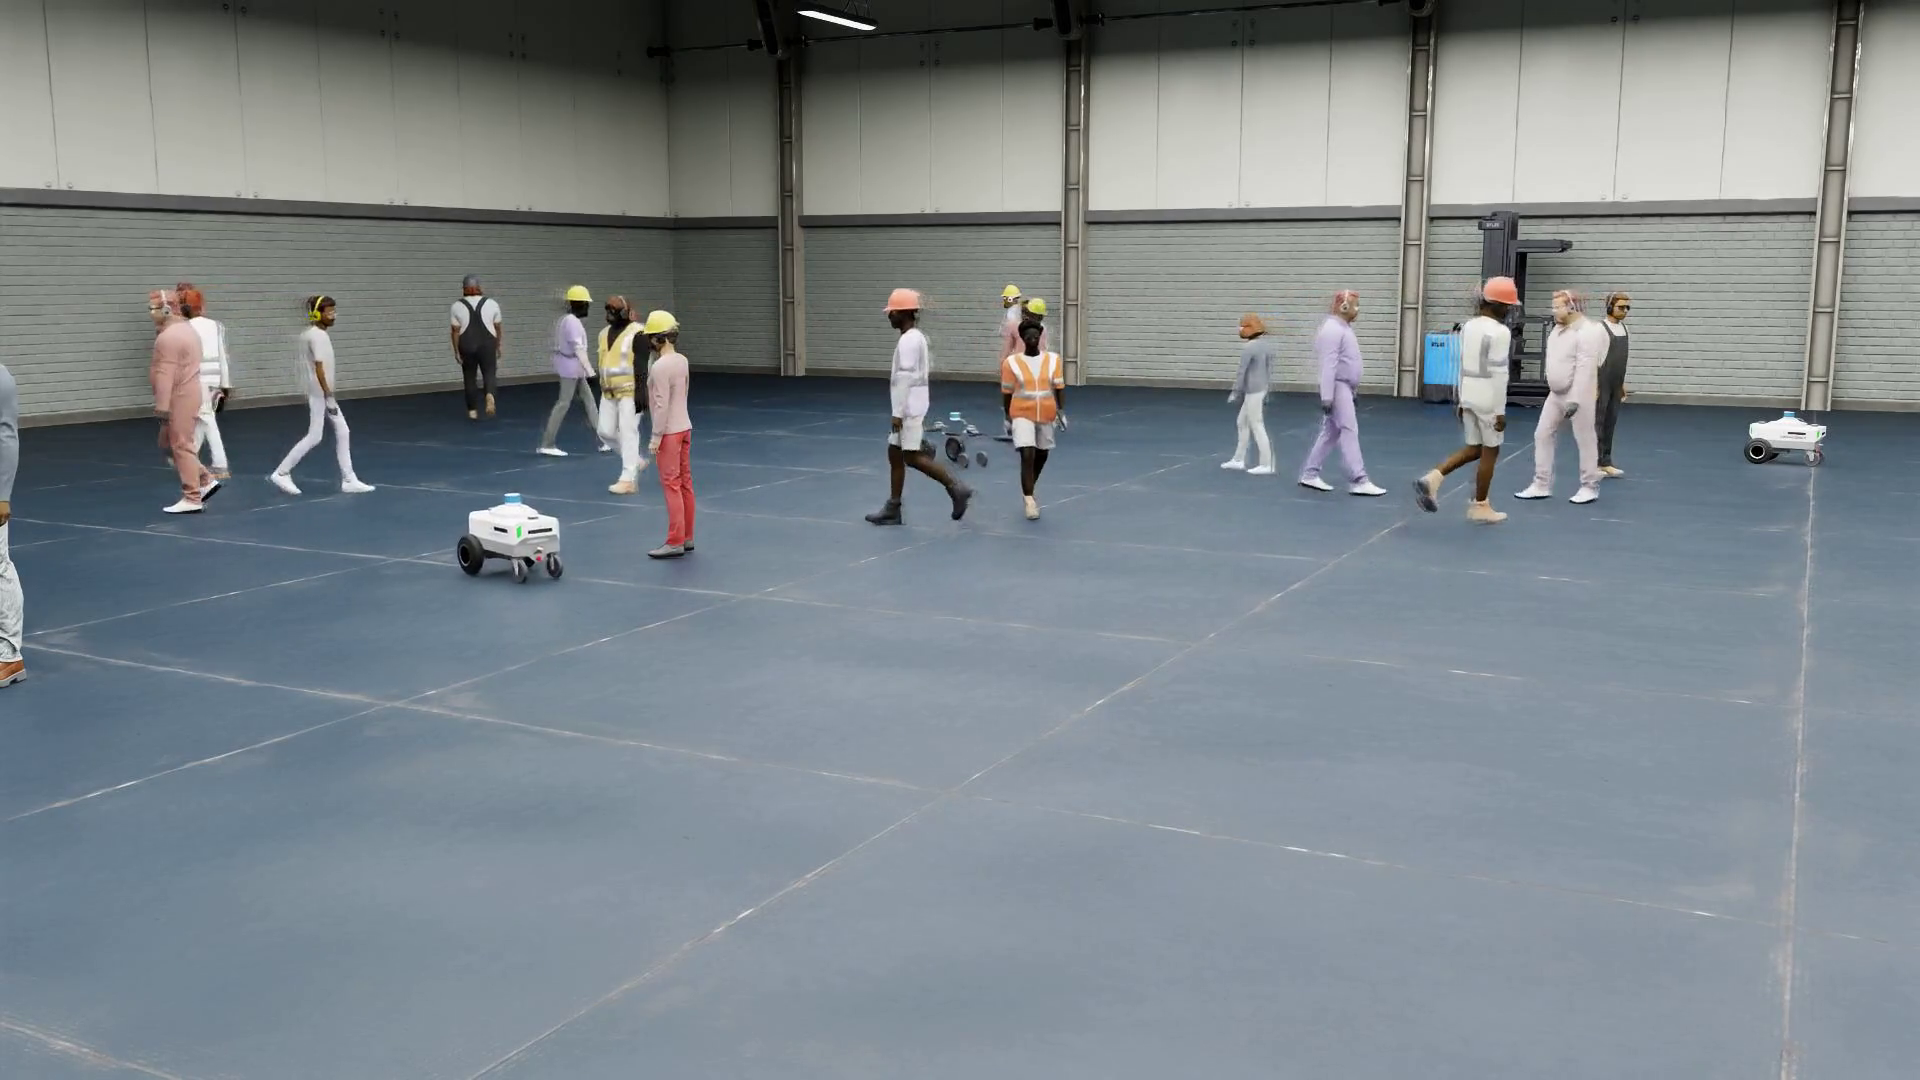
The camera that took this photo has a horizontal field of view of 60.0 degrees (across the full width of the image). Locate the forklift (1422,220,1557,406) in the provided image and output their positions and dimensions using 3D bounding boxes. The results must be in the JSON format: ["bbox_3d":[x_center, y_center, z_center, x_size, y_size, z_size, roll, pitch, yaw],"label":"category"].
[{"bbox_3d":[8.245,-3.527,25.720,1.873,2.768,1.129,5,10,27],"label":"forklift"}]

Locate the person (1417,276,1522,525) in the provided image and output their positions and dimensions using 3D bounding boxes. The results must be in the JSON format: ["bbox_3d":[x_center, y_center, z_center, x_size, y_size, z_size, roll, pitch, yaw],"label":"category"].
[{"bbox_3d":[4.130,-1.110,13.384,0.700,2.006,0.618,-3,10,-16],"label":"person"}]

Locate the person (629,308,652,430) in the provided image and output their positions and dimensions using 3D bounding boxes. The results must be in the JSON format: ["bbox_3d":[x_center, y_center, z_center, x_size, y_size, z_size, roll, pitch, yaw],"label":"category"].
[{"bbox_3d":[-4.073,-2.076,20.581,0.498,1.600,0.807,-1,9,-4],"label":"person"}]

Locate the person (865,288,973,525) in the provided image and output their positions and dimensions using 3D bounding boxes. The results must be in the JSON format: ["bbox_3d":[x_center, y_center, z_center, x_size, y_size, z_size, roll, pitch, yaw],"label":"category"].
[{"bbox_3d":[-0.336,-1.067,13.413,0.810,1.917,0.560,0,9,0],"label":"person"}]

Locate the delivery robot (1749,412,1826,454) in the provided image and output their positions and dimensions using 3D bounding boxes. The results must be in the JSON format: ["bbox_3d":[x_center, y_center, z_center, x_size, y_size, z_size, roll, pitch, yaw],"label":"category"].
[{"bbox_3d":[8.861,-1.131,17.804,0.707,0.478,0.477,7,12,37],"label":"delivery robot"}]

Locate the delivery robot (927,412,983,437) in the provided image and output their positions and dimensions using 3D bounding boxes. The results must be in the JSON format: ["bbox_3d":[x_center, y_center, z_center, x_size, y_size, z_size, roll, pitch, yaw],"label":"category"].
[{"bbox_3d":[-0.056,-1.243,17.696,0.335,0.223,0.698,-8,12,-41],"label":"delivery robot"}]

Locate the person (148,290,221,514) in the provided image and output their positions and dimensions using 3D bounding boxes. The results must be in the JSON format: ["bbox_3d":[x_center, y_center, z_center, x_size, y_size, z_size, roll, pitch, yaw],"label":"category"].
[{"bbox_3d":[-6.629,-1.162,14.061,0.415,1.887,0.647,-3,10,-17],"label":"person"}]

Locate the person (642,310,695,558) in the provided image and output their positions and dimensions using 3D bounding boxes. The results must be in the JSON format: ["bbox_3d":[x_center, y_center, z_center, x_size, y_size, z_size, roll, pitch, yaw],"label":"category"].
[{"bbox_3d":[-2.107,-0.763,11.972,0.322,1.767,0.524,2,9,12],"label":"person"}]

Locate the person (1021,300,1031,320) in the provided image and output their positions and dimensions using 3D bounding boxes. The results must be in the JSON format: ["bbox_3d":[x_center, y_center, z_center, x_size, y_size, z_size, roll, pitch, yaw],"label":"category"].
[{"bbox_3d":[0.927,-2.156,20.783,0.380,1.685,0.552,2,9,11],"label":"person"}]

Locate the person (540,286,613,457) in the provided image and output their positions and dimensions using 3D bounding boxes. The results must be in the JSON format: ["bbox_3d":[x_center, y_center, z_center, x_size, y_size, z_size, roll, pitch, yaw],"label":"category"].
[{"bbox_3d":[-4.225,-1.863,18.405,0.970,1.877,0.603,-1,9,-9],"label":"person"}]

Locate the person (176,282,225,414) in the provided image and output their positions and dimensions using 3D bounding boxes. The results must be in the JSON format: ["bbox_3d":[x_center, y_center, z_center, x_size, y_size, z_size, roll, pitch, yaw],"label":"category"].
[{"bbox_3d":[-10.696,-2.636,23.137,0.669,1.891,0.670,1,9,8],"label":"person"}]

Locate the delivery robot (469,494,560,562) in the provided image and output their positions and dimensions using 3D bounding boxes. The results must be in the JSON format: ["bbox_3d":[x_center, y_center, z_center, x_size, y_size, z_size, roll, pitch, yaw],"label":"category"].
[{"bbox_3d":[-3.022,-0.071,11.268,0.477,0.478,0.707,-9,13,-44],"label":"delivery robot"}]

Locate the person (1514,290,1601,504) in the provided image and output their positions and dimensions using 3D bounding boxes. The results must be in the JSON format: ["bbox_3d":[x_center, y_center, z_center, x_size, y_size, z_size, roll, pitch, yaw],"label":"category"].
[{"bbox_3d":[5.312,-1.253,14.654,0.796,1.865,0.673,-3,10,-18],"label":"person"}]

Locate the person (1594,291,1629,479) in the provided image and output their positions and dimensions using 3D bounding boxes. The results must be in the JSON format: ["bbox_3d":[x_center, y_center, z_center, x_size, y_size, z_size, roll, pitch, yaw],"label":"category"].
[{"bbox_3d":[6.428,-1.534,16.486,0.517,1.842,0.327,-6,11,-34],"label":"person"}]

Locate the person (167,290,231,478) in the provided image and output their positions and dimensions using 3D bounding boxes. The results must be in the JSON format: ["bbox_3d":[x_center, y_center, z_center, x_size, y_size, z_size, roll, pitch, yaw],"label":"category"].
[{"bbox_3d":[-7.674,-1.551,16.568,0.861,1.847,0.610,2,9,13],"label":"person"}]

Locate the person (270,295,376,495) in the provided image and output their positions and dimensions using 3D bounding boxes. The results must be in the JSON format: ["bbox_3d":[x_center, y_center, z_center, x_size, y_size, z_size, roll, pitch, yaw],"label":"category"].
[{"bbox_3d":[-5.947,-1.336,15.337,0.860,1.835,0.521,-1,9,-8],"label":"person"}]

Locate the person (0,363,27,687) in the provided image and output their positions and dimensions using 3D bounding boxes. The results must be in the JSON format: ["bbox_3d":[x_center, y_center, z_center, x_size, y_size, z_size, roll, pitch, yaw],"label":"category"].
[{"bbox_3d":[-4.922,-0.241,8.216,0.630,1.940,0.372,3,10,18],"label":"person"}]

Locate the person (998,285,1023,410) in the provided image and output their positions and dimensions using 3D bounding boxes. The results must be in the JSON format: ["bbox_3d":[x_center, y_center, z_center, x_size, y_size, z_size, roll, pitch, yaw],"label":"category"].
[{"bbox_3d":[0.762,-2.855,24.666,0.403,1.833,0.590,2,9,12],"label":"person"}]

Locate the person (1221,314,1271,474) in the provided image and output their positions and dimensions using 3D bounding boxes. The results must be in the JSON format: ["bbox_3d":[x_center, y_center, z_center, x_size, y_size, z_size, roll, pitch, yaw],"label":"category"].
[{"bbox_3d":[2.870,-1.474,16.825,0.707,1.606,0.503,5,11,29],"label":"person"}]

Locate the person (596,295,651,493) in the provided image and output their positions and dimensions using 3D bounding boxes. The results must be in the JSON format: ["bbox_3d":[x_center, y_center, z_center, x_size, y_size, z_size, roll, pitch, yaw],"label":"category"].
[{"bbox_3d":[-3.126,-1.358,15.465,0.627,1.829,0.468,7,11,35],"label":"person"}]

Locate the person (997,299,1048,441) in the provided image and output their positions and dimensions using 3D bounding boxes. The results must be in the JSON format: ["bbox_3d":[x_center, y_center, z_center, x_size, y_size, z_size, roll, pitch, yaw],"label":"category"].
[{"bbox_3d":[0.744,-2.038,20.015,0.695,1.715,0.270,6,11,32],"label":"person"}]

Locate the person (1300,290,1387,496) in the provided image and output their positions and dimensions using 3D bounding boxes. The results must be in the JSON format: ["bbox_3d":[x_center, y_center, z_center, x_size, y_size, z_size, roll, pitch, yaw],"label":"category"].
[{"bbox_3d":[3.541,-1.360,15.332,0.823,1.874,0.667,3,10,20],"label":"person"}]

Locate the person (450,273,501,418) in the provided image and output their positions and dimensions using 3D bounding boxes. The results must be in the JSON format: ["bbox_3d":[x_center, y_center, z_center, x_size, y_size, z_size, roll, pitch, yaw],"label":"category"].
[{"bbox_3d":[-6.717,-2.684,23.103,0.688,2.000,0.786,-3,10,-18],"label":"person"}]

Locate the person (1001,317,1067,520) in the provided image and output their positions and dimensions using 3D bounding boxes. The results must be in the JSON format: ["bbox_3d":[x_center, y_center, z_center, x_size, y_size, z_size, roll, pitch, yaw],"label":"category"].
[{"bbox_3d":[0.603,-1.049,14.058,0.527,1.667,0.823,-2,9,-13],"label":"person"}]
